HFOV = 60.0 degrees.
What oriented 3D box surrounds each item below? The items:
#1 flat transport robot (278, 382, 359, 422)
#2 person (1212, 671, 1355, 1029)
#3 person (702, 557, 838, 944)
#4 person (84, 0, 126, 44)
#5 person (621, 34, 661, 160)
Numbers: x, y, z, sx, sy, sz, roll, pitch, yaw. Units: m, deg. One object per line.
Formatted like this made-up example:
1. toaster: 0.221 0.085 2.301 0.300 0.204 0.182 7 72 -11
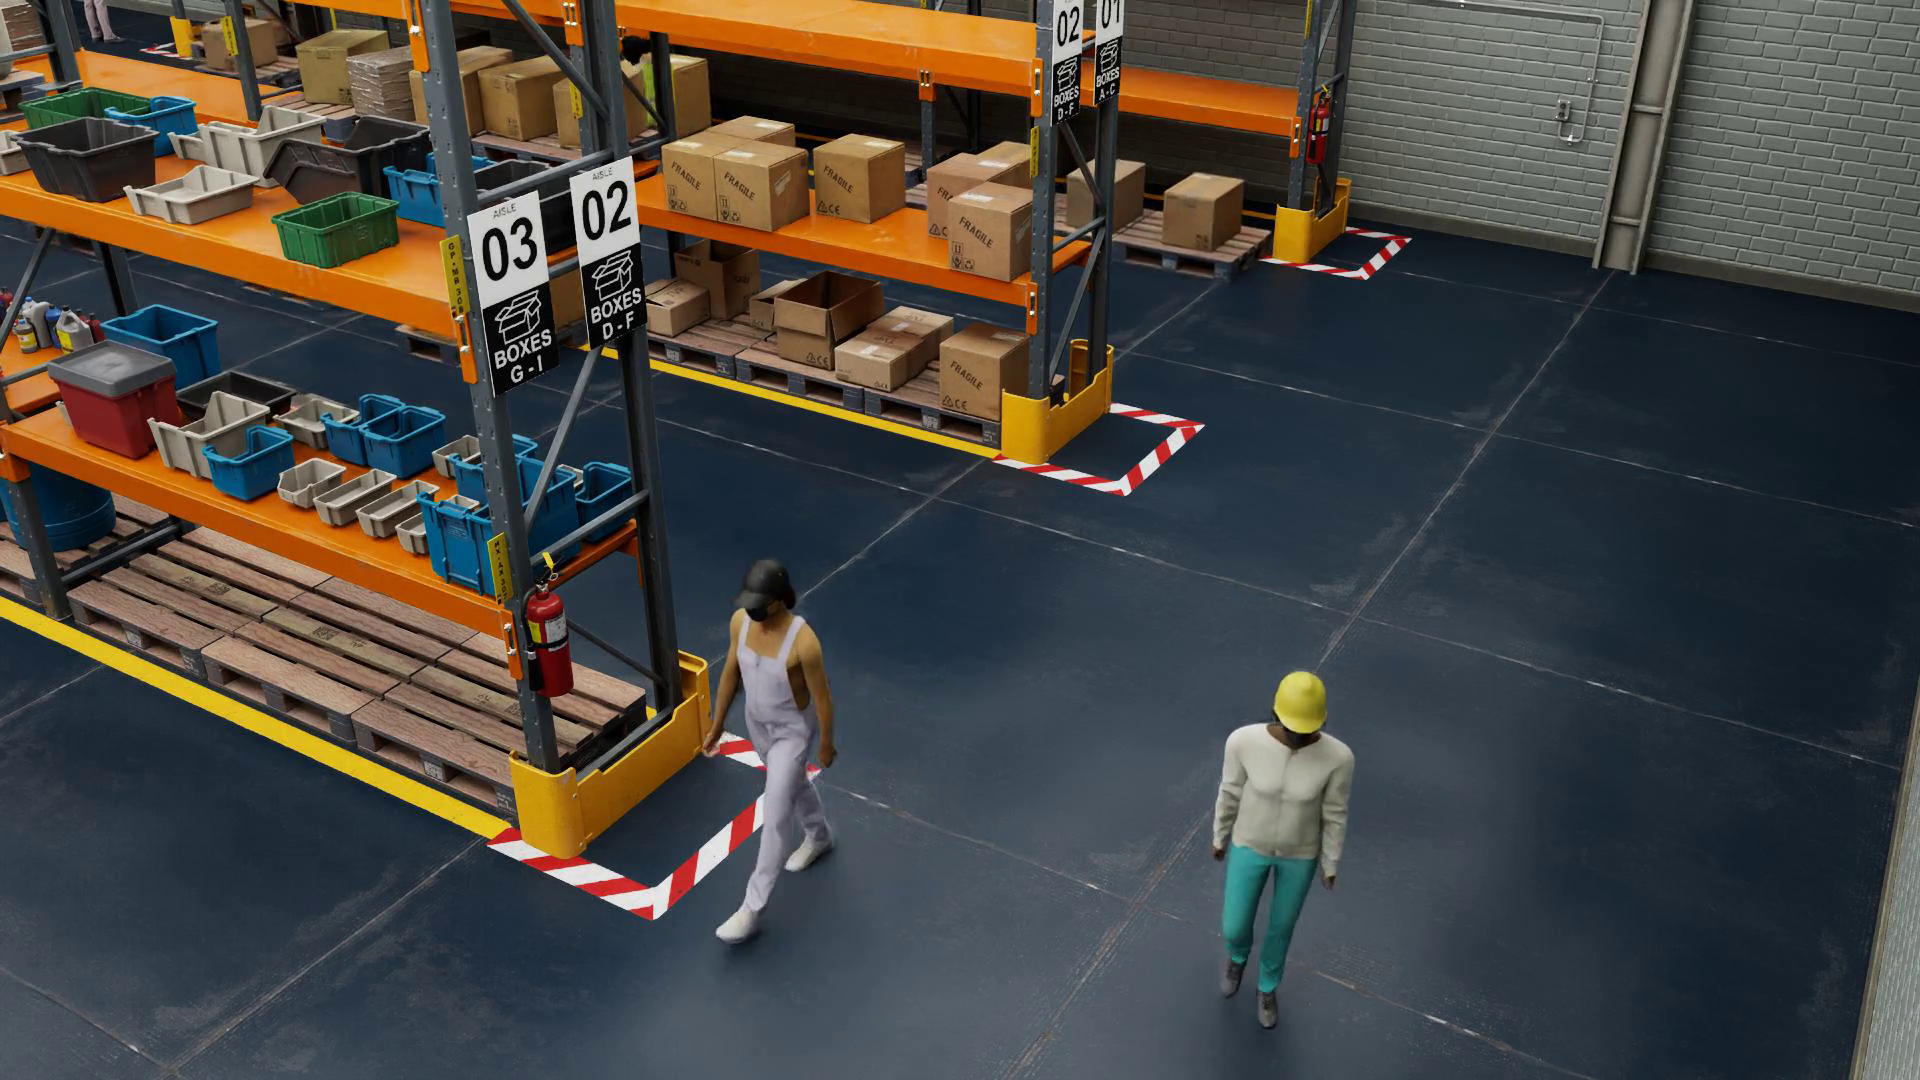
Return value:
1. flat transport robot: -4.930 -0.846 12.151 1.431 0.231 0.659 18 34 29
2. person: 1.299 1.281 6.796 0.533 1.754 0.372 4 29 7
3. person: -0.883 0.891 7.448 0.513 1.815 0.970 21 36 33
4. person: -12.078 -7.834 23.070 0.568 1.844 0.379 15 32 24
5. person: -3.164 -4.258 16.819 0.715 1.675 0.522 18 34 29
